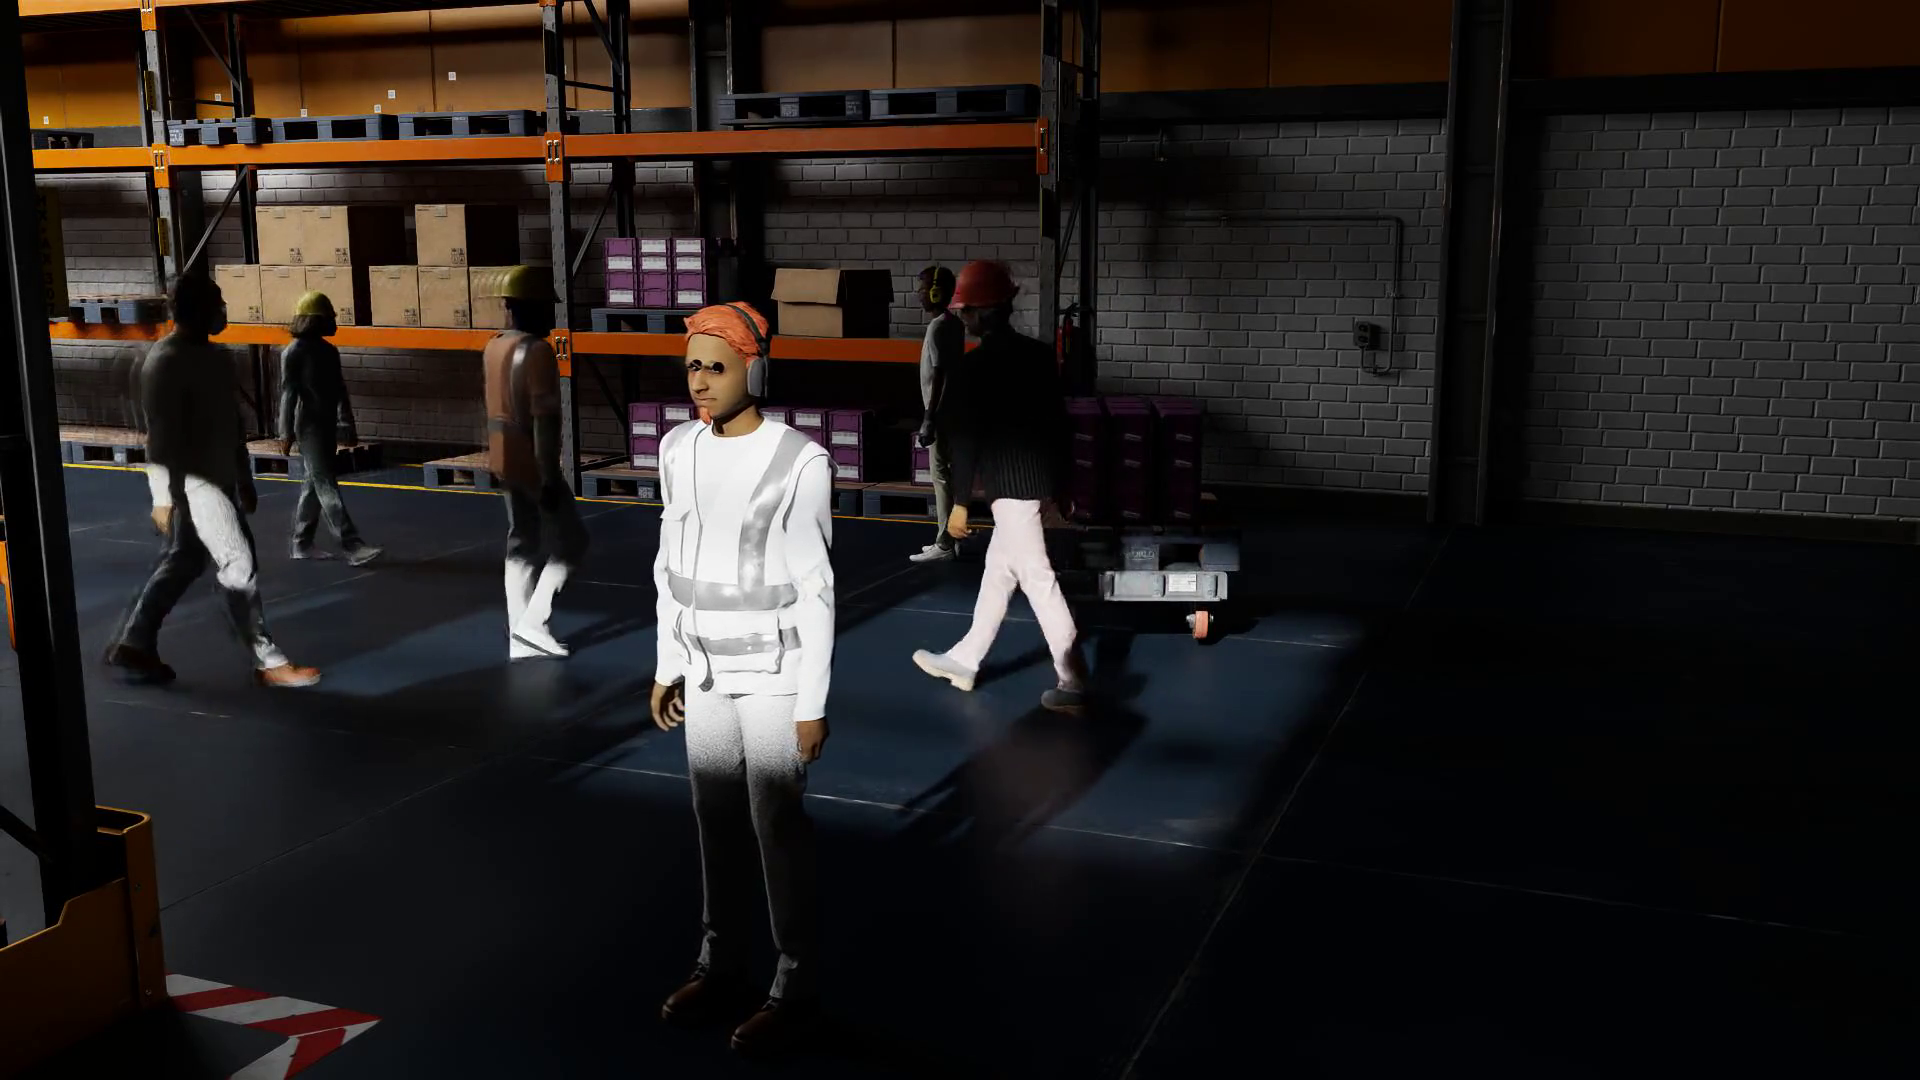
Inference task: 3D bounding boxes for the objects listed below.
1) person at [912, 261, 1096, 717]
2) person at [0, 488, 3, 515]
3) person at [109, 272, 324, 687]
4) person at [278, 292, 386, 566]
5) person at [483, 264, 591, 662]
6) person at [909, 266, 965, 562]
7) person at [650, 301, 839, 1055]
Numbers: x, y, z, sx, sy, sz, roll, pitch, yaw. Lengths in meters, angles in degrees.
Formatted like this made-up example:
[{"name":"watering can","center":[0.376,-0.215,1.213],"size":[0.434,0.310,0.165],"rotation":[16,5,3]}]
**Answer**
[{"name":"person","center":[0.215,-0.225,7.200],"size":[0.967,1.933,0.632],"rotation":[7,12,33]},{"name":"person","center":[-5.835,-0.755,10.151],"size":[0.355,1.939,0.543],"rotation":[5,12,28]},{"name":"person","center":[-3.473,-0.261,7.532],"size":[0.999,1.900,0.644],"rotation":[0,10,-1]},{"name":"person","center":[-3.936,-0.683,10.405],"size":[0.807,1.705,0.507],"rotation":[3,11,15]},{"name":"person","center":[-2.041,-0.356,7.992],"size":[0.419,1.910,0.627],"rotation":[-9,14,-42]},{"name":"person","center":[-0.135,-0.791,10.545],"size":[0.328,1.872,0.511],"rotation":[3,11,15]},{"name":"person","center":[-0.545,0.345,4.199],"size":[0.580,1.879,0.347],"rotation":[8,13,39]}]
